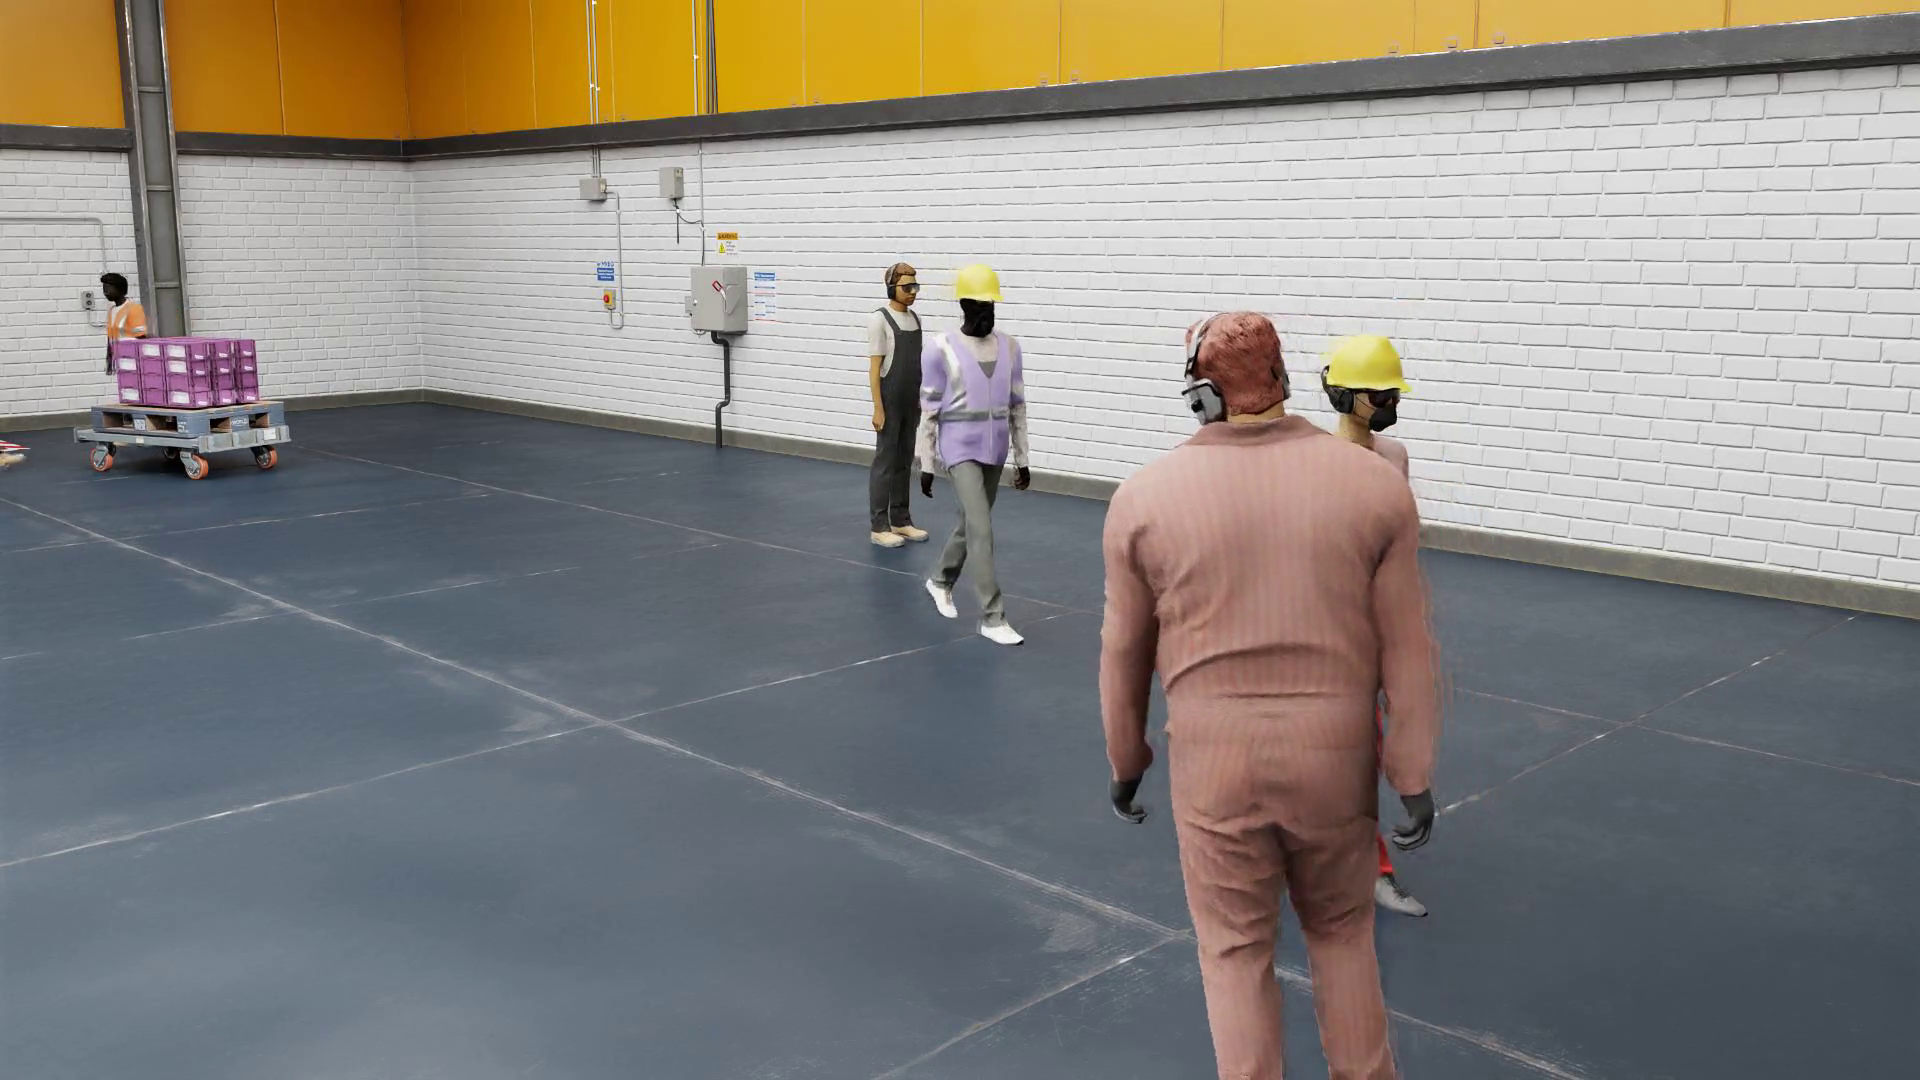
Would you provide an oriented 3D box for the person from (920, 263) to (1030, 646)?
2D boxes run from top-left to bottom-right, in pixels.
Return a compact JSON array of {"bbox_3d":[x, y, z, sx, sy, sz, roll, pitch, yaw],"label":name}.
[{"bbox_3d":[0.048,-0.466,8.507,0.598,1.892,0.953,-7,13,-35],"label":"person"}]

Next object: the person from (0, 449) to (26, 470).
[{"bbox_3d":[-8.403,-1.352,14.015,0.796,1.651,0.541,-10,14,-43],"label":"person"}]

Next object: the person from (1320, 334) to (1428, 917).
[{"bbox_3d":[1.159,0.223,5.175,0.531,1.742,0.797,-9,14,-41],"label":"person"}]

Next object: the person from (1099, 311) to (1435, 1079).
[{"bbox_3d":[0.628,0.466,3.486,0.681,1.865,0.509,1,10,6],"label":"person"}]

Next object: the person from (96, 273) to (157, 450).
[{"bbox_3d":[-7.912,-1.669,15.645,0.565,1.666,0.751,8,13,38],"label":"person"}]

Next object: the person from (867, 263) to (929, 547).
[{"bbox_3d":[-0.406,-0.884,10.897,0.325,1.843,0.517,7,12,33],"label":"person"}]
